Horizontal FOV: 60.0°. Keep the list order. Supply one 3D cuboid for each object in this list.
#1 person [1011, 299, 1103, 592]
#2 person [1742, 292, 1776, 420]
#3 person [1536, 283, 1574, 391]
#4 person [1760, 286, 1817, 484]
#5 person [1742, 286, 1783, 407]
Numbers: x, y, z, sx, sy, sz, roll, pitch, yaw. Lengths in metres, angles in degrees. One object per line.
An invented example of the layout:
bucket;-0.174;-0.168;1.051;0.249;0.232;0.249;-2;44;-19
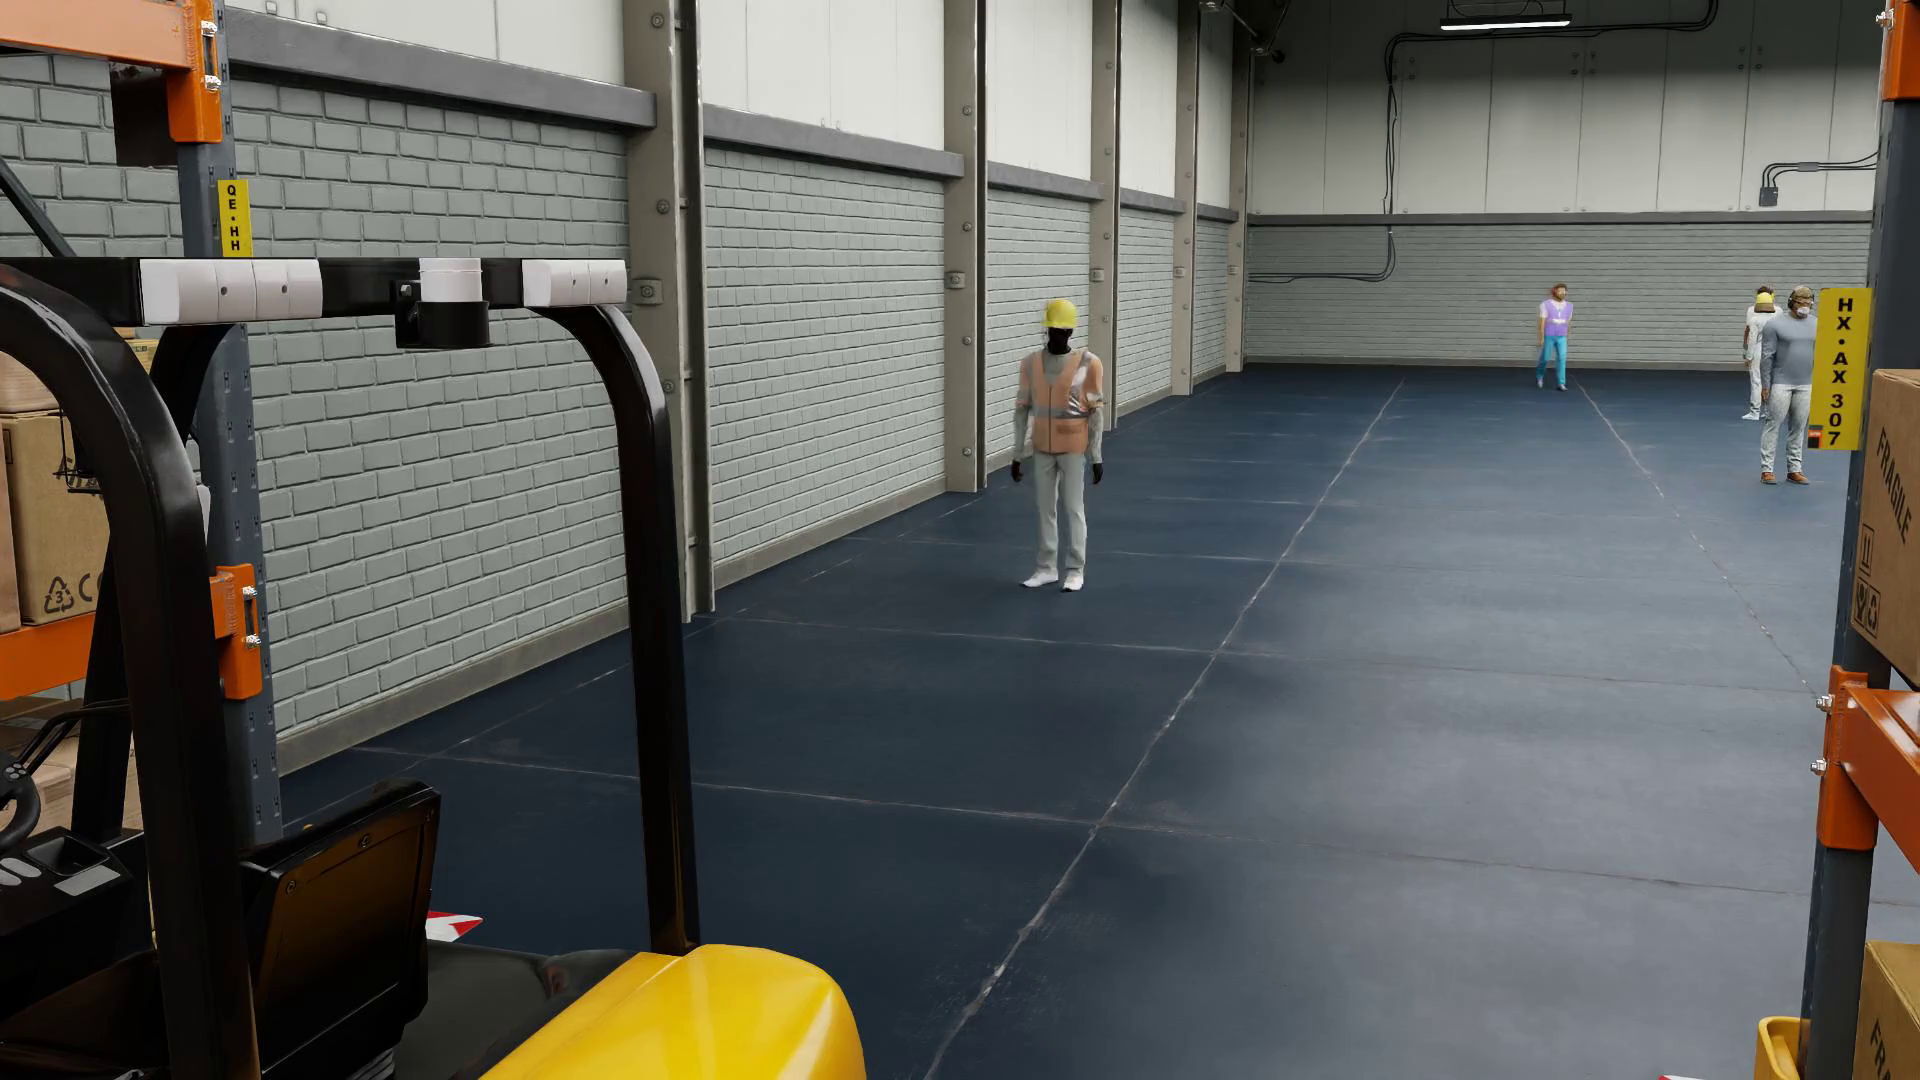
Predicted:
person;0.649;-0.620;11.005;0.630;1.917;0.369;5;11;28
person;11.006;-2.521;22.842;0.491;1.741;0.323;-2;10;-14
person;10.032;-3.436;28.088;0.573;1.814;0.867;0;10;1
person;8.104;-1.501;16.197;0.628;1.935;0.373;0;10;1
person;12.128;-2.941;25.160;0.524;1.819;0.997;5;11;27
